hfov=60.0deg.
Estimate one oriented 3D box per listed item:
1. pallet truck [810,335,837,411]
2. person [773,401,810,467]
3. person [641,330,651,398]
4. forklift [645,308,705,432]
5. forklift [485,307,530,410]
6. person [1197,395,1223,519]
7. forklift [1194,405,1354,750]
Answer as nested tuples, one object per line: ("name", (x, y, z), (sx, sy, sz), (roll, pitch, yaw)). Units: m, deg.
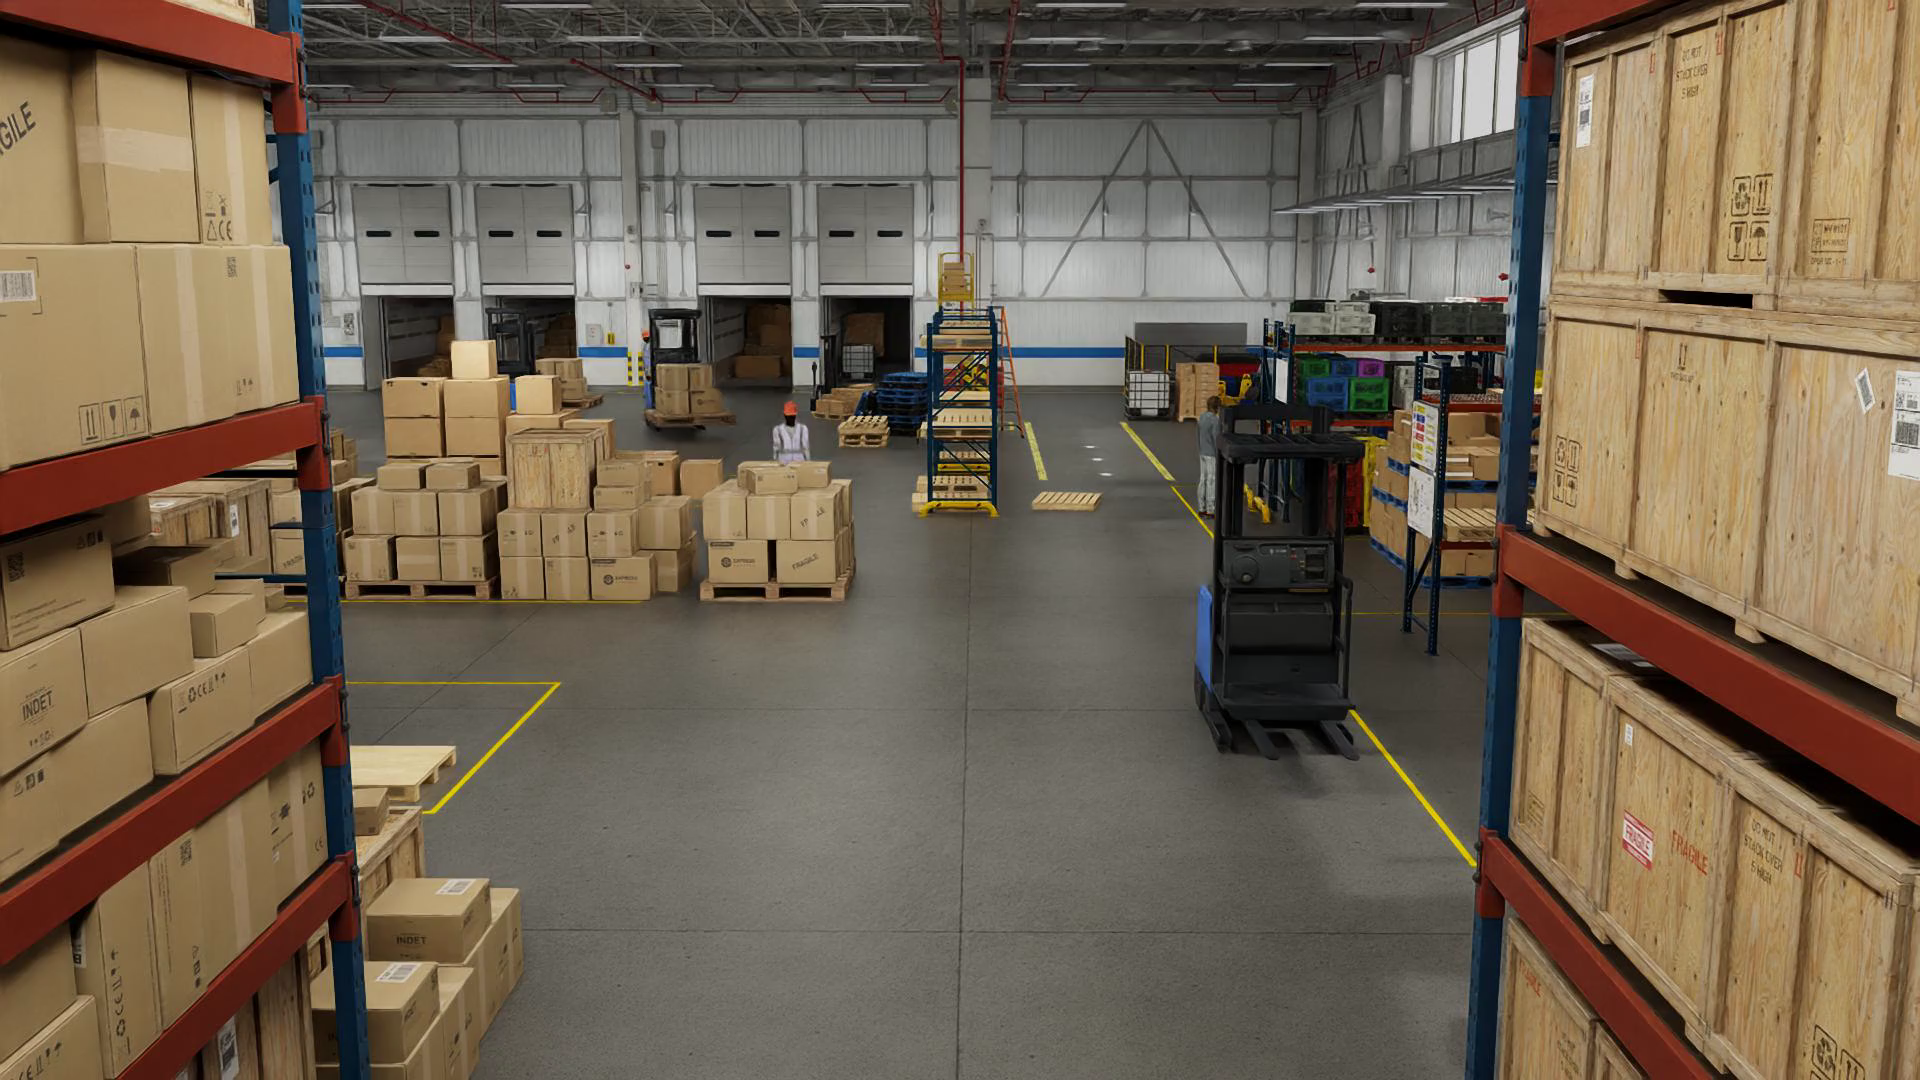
("pallet truck", (-3.021, -4.312, 43.126), (1.885, 1.965, 0.823), (3, 10, 17))
("person", (-2.570, -1.174, 25.313), (0.550, 1.907, 0.913), (-2, 10, -13))
("person", (-8.830, -4.966, 47.102), (0.389, 1.930, 0.544), (-7, 12, -36))
("forklift", (-6.707, -3.996, 38.759), (1.129, 2.768, 1.873), (-3, 10, -19))
("forklift", (-10.754, -4.150, 39.646), (1.129, 2.768, 1.873), (0, 10, 1))
("person", (3.907, -1.289, 25.861), (0.372, 1.938, 0.630), (-3, 10, -19))
("forklift", (2.695, 0.224, 14.409), (1.129, 2.768, 1.873), (0, 10, 1))
